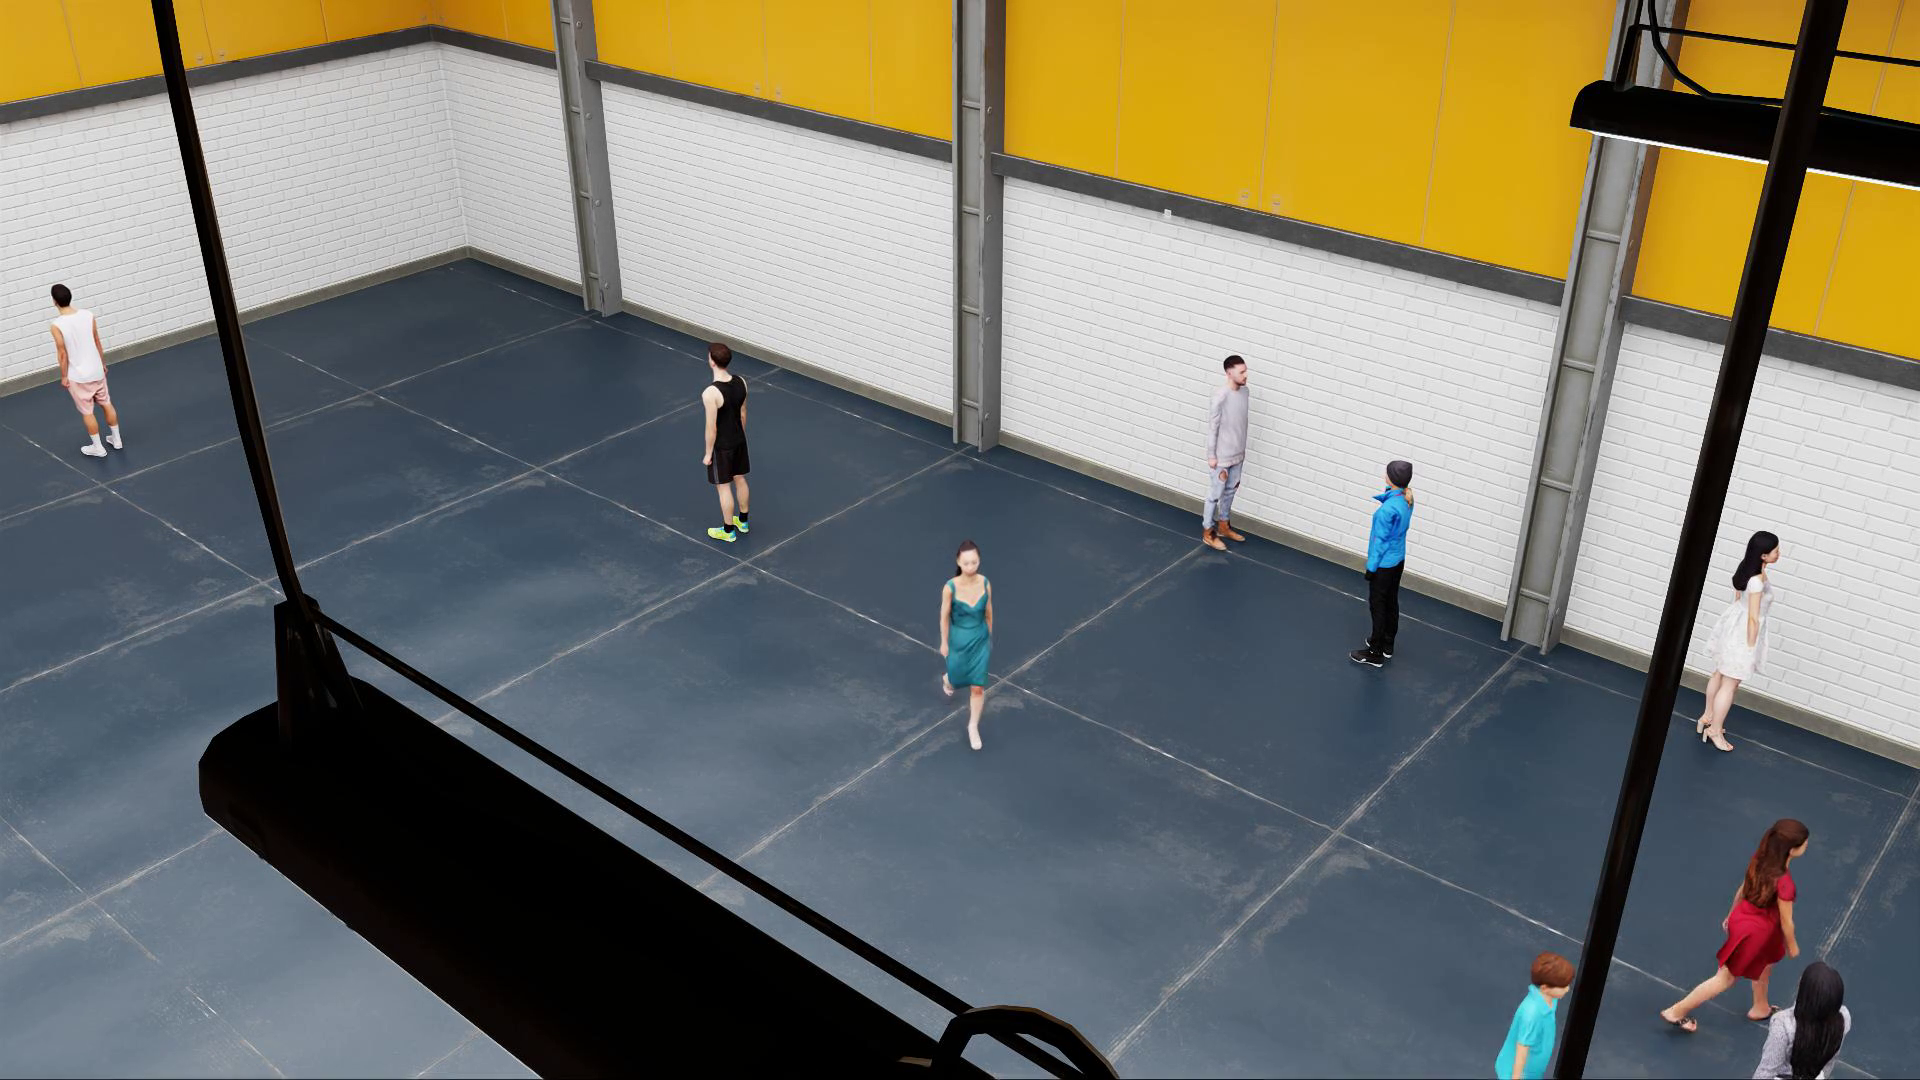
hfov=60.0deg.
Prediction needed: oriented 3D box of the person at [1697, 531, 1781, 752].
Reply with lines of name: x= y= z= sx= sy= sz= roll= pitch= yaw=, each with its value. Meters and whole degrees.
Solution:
person: x=5.740 y=0.729 z=12.233 sx=0.789 sy=1.775 sz=0.762 roll=6 pitch=29 yaw=10

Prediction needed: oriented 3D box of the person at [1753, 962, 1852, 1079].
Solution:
person: x=4.201 y=2.820 z=8.453 sx=0.667 sy=1.724 sz=0.713 roll=-5 pitch=29 yaw=-8

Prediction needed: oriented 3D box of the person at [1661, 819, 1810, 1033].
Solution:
person: x=4.538 y=2.287 z=9.644 sx=1.070 sy=1.518 sz=0.944 roll=0 pitch=29 yaw=0

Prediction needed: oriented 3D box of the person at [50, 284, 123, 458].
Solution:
person: x=-8.782 y=-1.702 z=16.675 sx=0.623 sy=1.789 sz=0.674 roll=16 pitch=32 yaw=26

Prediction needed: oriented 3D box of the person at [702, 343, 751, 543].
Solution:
person: x=-2.120 y=-0.890 z=15.079 sx=0.593 sy=1.891 sz=0.704 roll=19 pitch=34 yaw=30

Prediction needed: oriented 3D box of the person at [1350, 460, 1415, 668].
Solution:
person: x=3.397 y=0.179 z=13.217 sx=0.513 sy=1.797 sz=0.619 roll=23 pitch=36 yaw=36

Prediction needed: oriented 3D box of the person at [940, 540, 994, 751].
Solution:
person: x=0.040 y=0.733 z=12.331 sx=0.834 sy=1.673 sz=0.958 roll=-8 pitch=30 yaw=-14

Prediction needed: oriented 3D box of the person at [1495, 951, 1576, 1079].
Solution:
person: x=2.931 y=2.758 z=8.865 sx=0.620 sy=1.437 sz=0.574 roll=22 pitch=35 yaw=34

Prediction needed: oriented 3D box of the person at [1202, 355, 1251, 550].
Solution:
person: x=2.400 y=-0.817 z=15.000 sx=0.699 sy=1.839 sz=0.610 roll=-24 pitch=37 yaw=-37
